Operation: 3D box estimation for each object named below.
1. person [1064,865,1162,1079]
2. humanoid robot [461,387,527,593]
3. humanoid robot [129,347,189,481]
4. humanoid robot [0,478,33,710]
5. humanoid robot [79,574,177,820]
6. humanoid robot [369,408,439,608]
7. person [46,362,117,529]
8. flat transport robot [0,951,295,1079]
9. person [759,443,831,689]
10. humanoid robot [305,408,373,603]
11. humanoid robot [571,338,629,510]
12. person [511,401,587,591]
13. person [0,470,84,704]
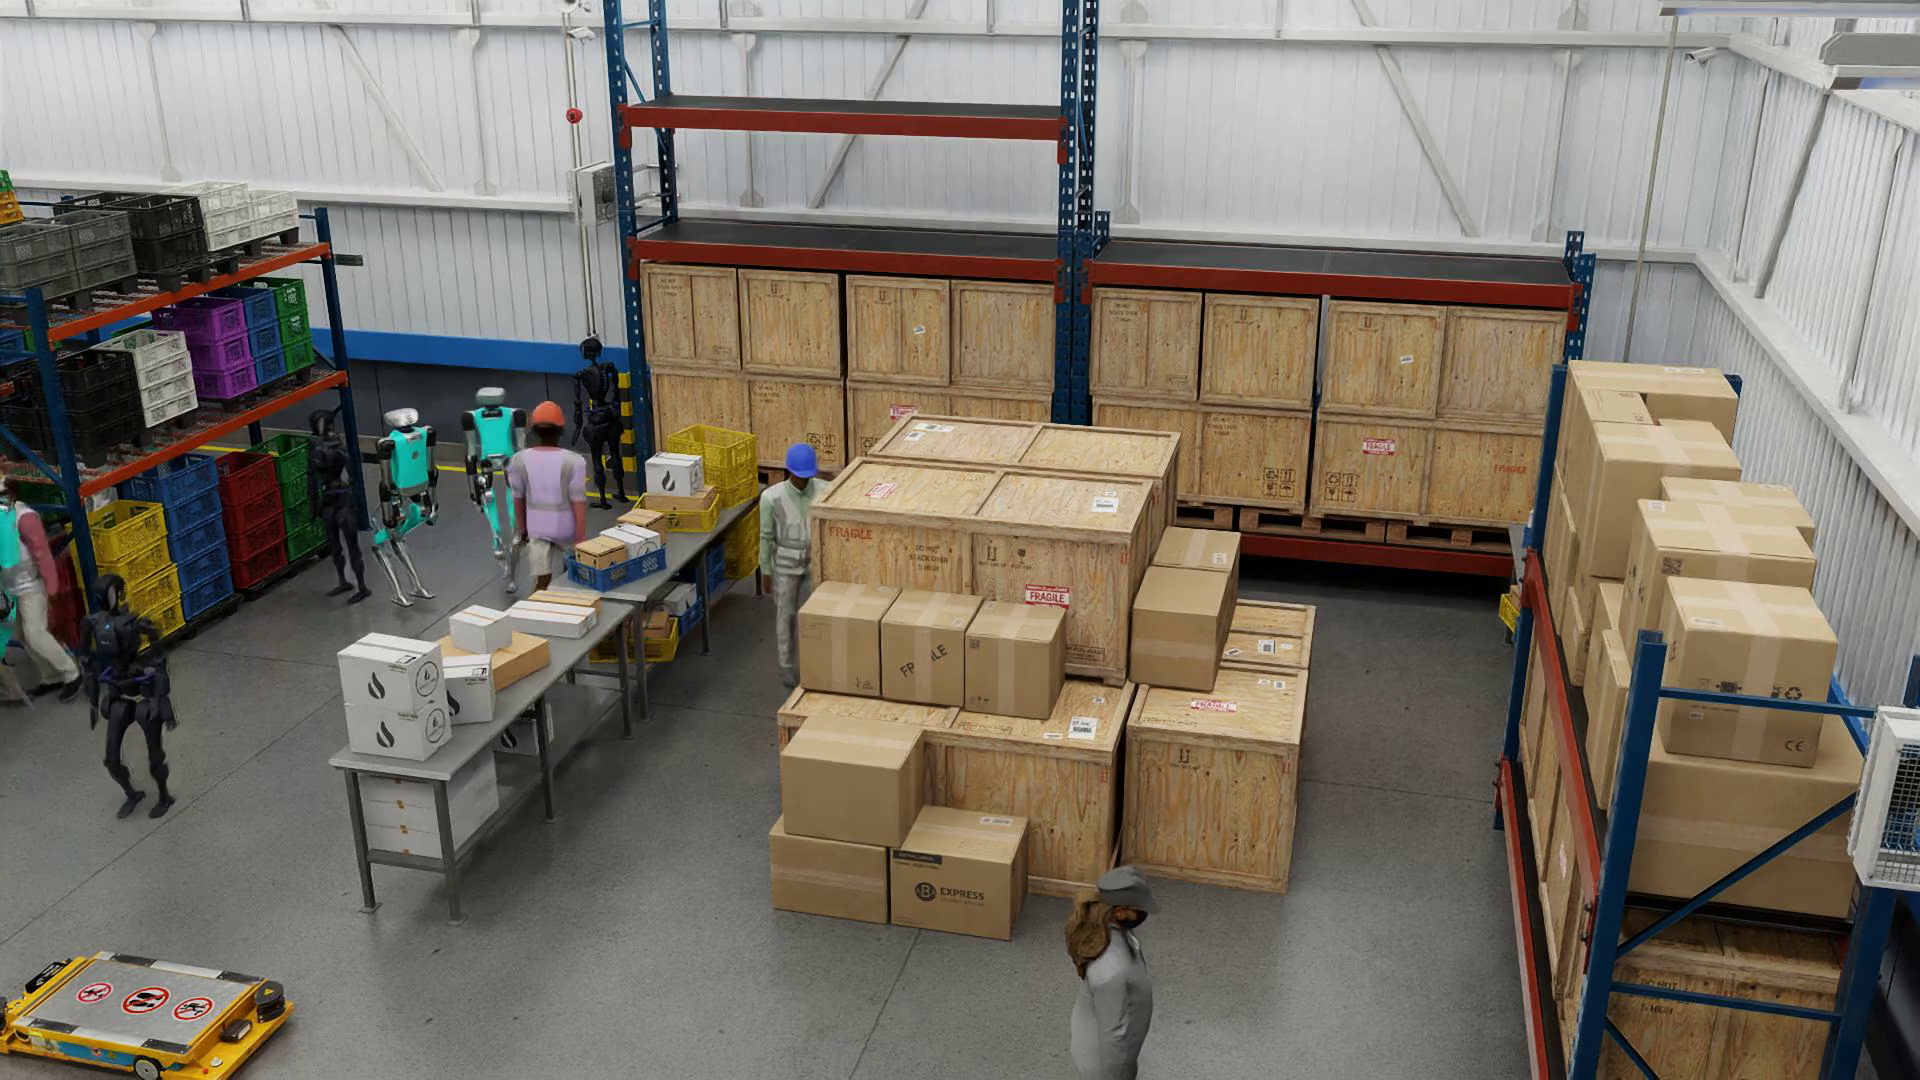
[{"bbox_3d":[0.641,2.191,7.218,0.406,1.762,0.564,1,21,3],"label":"person"},{"bbox_3d":[-3.857,-0.365,13.906,0.532,1.715,0.962,-3,21,-9],"label":"humanoid robot"},{"bbox_3d":[-7.519,-0.984,15.653,0.540,1.826,0.805,-1,21,-2],"label":"humanoid robot"},{"bbox_3d":[-6.966,0.462,11.897,0.726,1.873,0.545,-3,21,-8],"label":"humanoid robot"},{"bbox_3d":[-5.208,0.995,10.469,0.584,1.654,0.346,2,21,4],"label":"humanoid robot"},{"bbox_3d":[-4.617,-0.297,13.625,0.741,1.688,0.531,15,25,33],"label":"humanoid robot"},{"bbox_3d":[-7.593,-0.645,14.476,0.584,1.879,0.337,7,22,17],"label":"person"},{"bbox_3d":[-4.270,2.464,8.601,1.431,0.231,0.659,5,22,13],"label":"flat transport robot"},{"bbox_3d":[-1.168,0.187,12.241,0.625,1.923,0.463,-7,22,-18],"label":"person"},{"bbox_3d":[-5.181,-0.294,13.823,0.599,1.657,0.314,12,24,28],"label":"humanoid robot"},{"bbox_3d":[-3.470,-1.130,16.007,0.315,1.658,0.599,16,26,36],"label":"humanoid robot"},{"bbox_3d":[-3.161,-0.082,12.875,0.617,1.981,1.105,1,21,1],"label":"person"},{"bbox_3d":[-6.799,0.337,12.059,0.687,1.783,0.405,12,24,28],"label":"person"}]
